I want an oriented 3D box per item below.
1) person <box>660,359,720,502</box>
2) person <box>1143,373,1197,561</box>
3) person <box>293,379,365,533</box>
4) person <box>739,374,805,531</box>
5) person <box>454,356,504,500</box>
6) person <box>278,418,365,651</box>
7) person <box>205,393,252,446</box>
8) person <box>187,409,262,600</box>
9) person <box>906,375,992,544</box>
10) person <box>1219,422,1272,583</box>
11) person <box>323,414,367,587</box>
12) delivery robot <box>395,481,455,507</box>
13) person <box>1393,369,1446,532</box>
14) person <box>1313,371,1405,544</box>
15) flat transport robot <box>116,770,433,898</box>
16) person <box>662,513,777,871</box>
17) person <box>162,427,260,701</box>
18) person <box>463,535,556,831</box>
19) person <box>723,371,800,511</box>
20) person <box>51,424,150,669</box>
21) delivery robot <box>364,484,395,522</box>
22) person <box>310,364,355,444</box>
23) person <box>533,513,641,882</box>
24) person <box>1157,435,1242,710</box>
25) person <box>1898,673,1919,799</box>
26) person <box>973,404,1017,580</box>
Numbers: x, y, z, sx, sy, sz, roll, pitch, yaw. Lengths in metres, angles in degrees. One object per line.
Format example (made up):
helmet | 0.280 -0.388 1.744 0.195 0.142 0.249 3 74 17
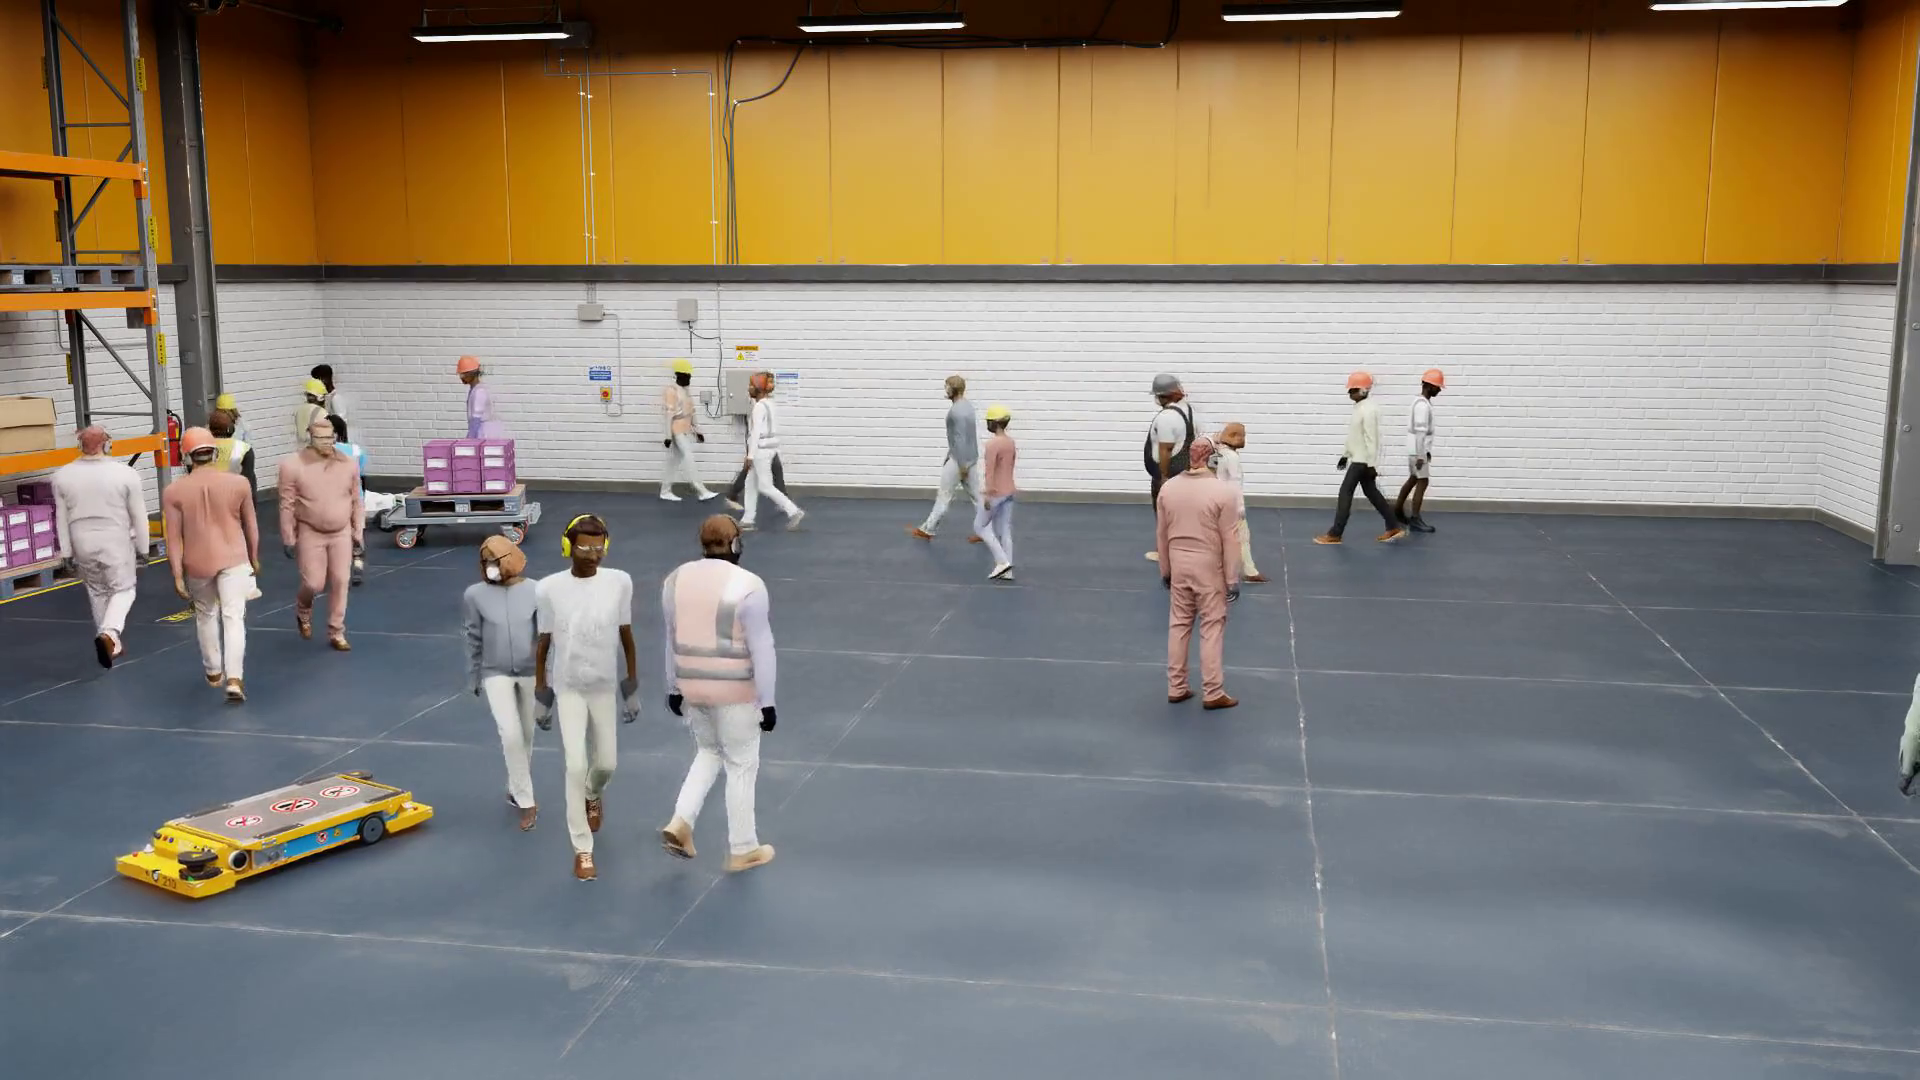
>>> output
person | -3.575 -1.427 21.884 0.945 1.881 0.611 2 9 13
person | 2.249 -0.757 17.265 0.731 2.000 0.707 7 11 36
person | -7.490 -0.983 19.472 0.604 1.783 0.854 6 11 34
person | -2.262 -1.005 19.414 0.853 1.851 0.579 0 9 -1
person | -5.954 -1.231 20.330 0.870 1.997 0.645 -4 10 -22
person | -5.136 -0.052 13.392 0.646 1.887 0.552 -7 12 -38
person | -8.142 -0.793 18.506 0.484 1.709 0.767 -6 11 -34
person | -6.688 -0.282 15.067 0.634 1.810 0.914 0 9 1
person | -0.090 -0.884 18.510 1.026 1.890 0.640 2 9 13
person | 2.596 -0.357 16.158 0.847 1.595 0.508 1 9 5
person | -5.966 -0.378 16.046 0.524 1.669 0.747 -4 10 -26
delivery robot | -6.314 -0.461 19.736 0.707 0.478 0.477 -7 12 -39
person | 5.380 -1.062 19.589 0.588 1.907 0.780 2 9 13
person | 4.520 -0.911 18.537 1.023 1.951 0.624 1 9 5
flat transport robot | -3.551 1.504 8.709 0.652 0.197 1.431 6 11 32
person | -1.231 0.784 8.403 0.690 1.818 0.530 6 11 31
person | -5.320 0.163 11.873 0.618 1.948 1.031 -4 10 -24
person | -2.456 0.770 9.156 0.484 1.597 0.598 -4 10 -22
person | -2.547 -1.237 21.025 0.969 1.807 0.505 2 9 13
person | -6.581 0.050 12.765 0.646 1.880 0.775 -1 9 -9
delivery robot | -6.981 -0.411 19.426 0.707 0.478 0.477 -4 10 -26
person | -7.617 -1.164 20.154 0.963 1.913 0.659 -4 10 -24
person | -1.923 0.753 8.523 0.537 1.840 0.709 -4 10 -22
person | 1.689 0.222 11.606 0.651 1.906 0.403 8 12 42
person | 4.439 1.060 7.337 0.541 1.591 0.831 4 10 23
person | 0.358 -0.461 16.318 0.373 1.750 0.542 6 11 31
